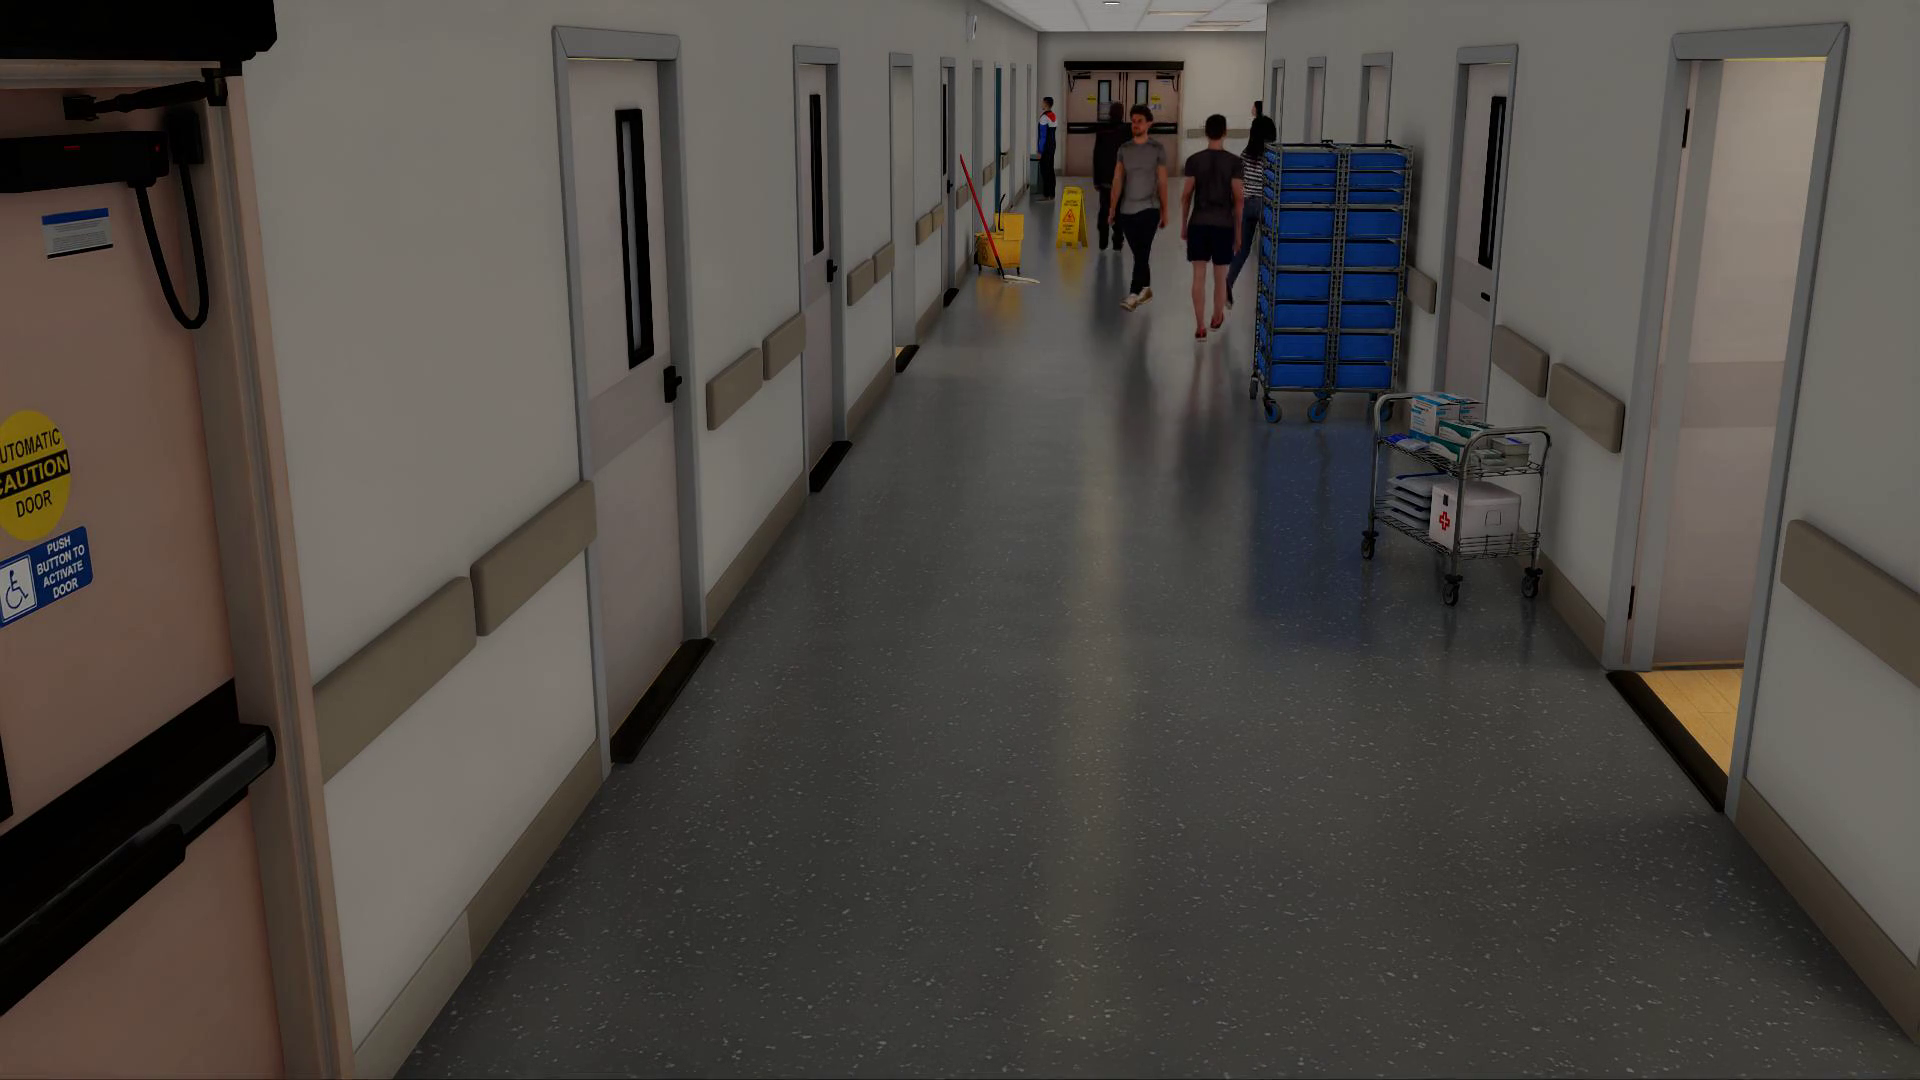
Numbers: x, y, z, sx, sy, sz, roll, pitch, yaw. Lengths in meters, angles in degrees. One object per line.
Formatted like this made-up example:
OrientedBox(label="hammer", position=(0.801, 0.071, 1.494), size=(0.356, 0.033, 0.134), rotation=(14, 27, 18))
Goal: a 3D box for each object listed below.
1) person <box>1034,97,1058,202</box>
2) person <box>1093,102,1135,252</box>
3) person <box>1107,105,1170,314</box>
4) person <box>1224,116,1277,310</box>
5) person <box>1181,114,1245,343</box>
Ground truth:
OrientedBox(label="person", position=(1.517, -6.802, 28.922), size=(0.776, 1.757, 0.638), rotation=(9, 18, 28))
OrientedBox(label="person", position=(1.904, -4.469, 20.562), size=(0.789, 1.803, 1.022), rotation=(4, 16, 14))
OrientedBox(label="person", position=(1.685, -3.023, 15.373), size=(0.965, 1.835, 1.312), rotation=(8, 17, 25))
OrientedBox(label="person", position=(2.627, -2.898, 15.069), size=(0.937, 1.745, 1.184), rotation=(10, 19, 32))
OrientedBox(label="person", position=(2.031, -2.500, 13.575), size=(0.715, 1.804, 1.148), rotation=(3, 16, 9))
